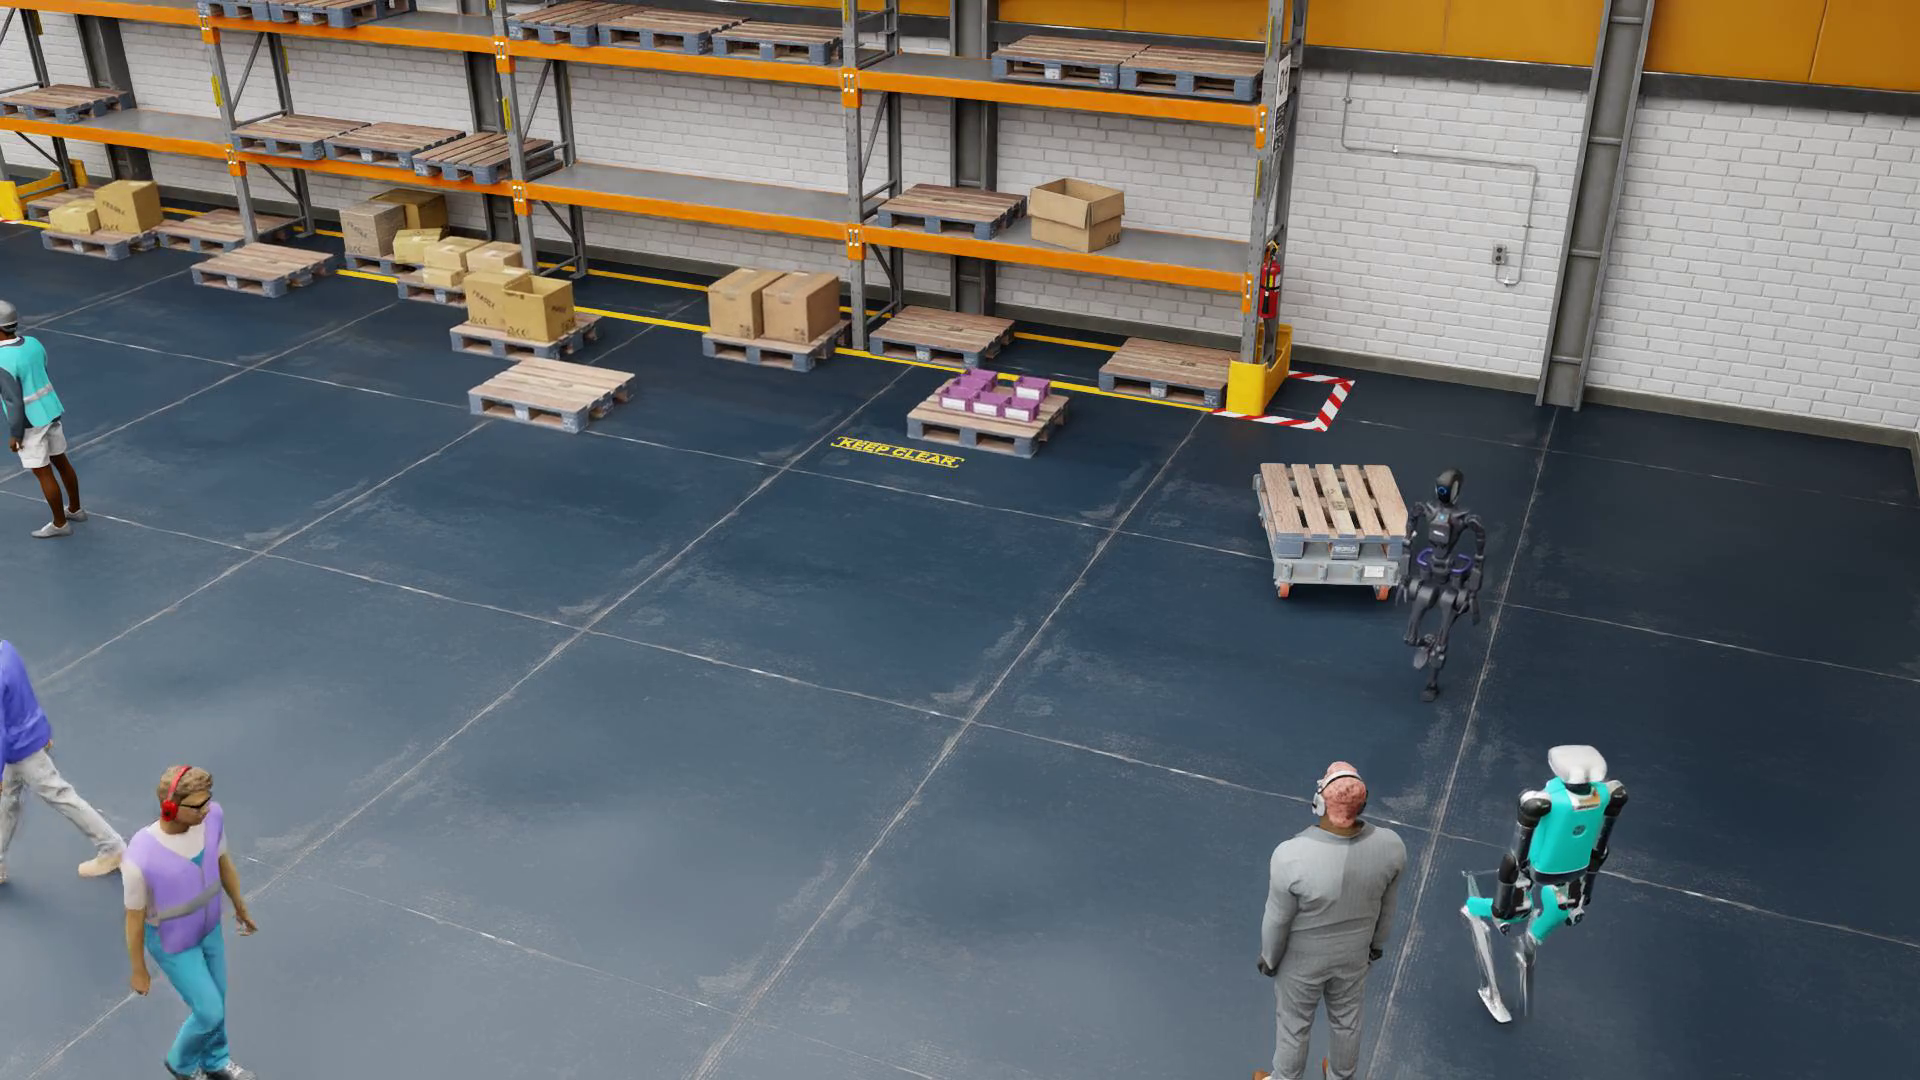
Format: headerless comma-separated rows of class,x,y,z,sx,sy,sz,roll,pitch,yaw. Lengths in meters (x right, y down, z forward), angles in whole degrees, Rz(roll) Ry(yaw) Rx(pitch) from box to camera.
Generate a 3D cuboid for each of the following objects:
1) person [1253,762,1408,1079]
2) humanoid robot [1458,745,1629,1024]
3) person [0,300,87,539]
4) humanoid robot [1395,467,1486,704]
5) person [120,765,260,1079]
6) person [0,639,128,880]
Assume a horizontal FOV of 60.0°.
person,1.652,1.833,7.593,0.641,1.908,0.414,-6,28,-12
humanoid robot,2.747,1.696,8.152,0.537,1.878,0.732,-6,28,-12
person,-7.192,-0.941,12.933,0.422,1.941,0.552,2,27,4
humanoid robot,3.170,0.271,10.880,0.586,1.646,0.456,17,32,30
person,-3.556,1.833,7.690,0.455,1.818,0.598,7,28,13
person,-5.186,1.127,9.063,0.989,1.815,0.486,-10,29,-19
